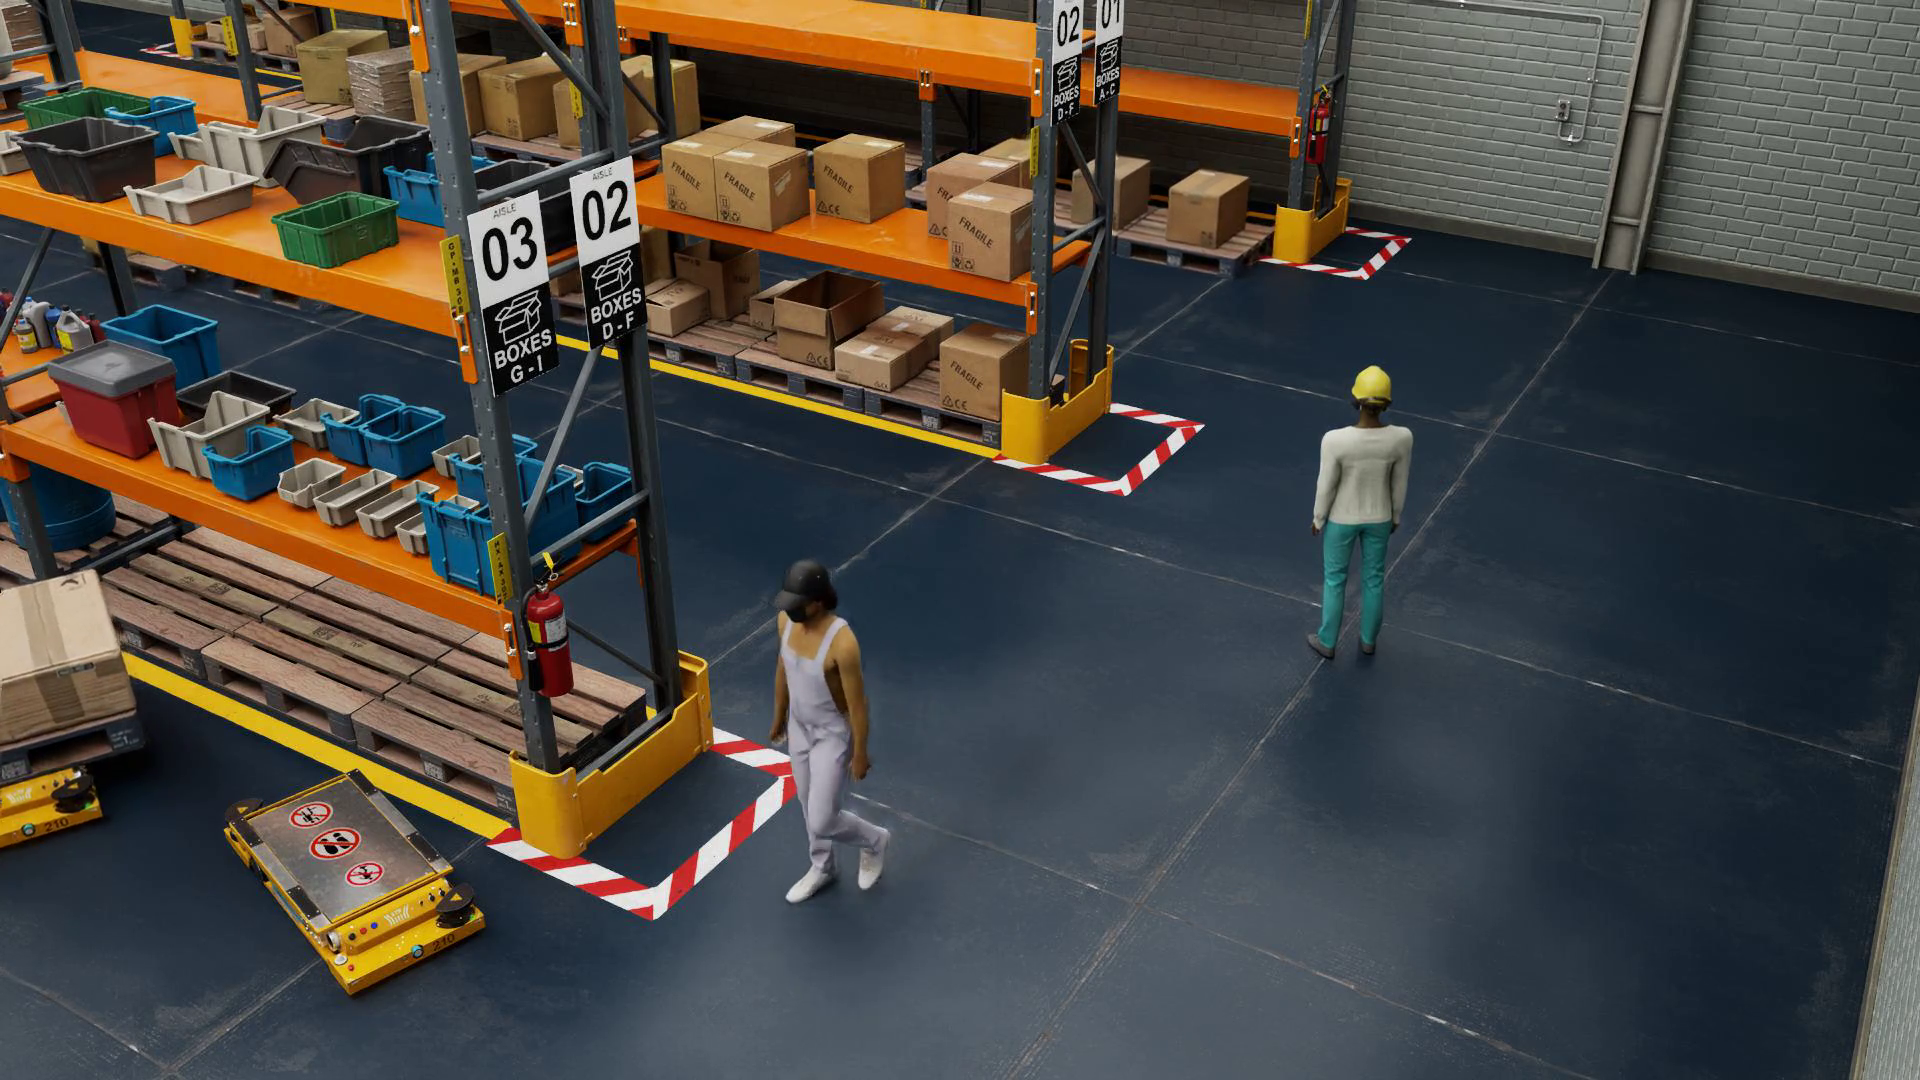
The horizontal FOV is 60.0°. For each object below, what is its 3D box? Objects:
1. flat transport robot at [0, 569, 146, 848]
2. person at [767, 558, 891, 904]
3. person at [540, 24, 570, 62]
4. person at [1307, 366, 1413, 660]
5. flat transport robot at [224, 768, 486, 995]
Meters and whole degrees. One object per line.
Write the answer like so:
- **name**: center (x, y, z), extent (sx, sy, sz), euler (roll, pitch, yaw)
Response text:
- **flat transport robot**: center (-4.930, 1.104, 8.653), extent (0.659, 0.231, 1.431), euler (-16, 33, -27)
- **person**: center (-0.644, 0.868, 7.456), extent (0.486, 1.851, 0.533), euler (-25, 38, -37)
- **person**: center (-4.132, -4.461, 17.170), extent (0.317, 1.695, 0.539), euler (-24, 37, -36)
- **person**: center (2.225, -0.138, 9.342), extent (0.525, 1.768, 0.328), euler (-3, 29, -5)
- **flat transport robot**: center (-2.885, 1.553, 7.847), extent (0.659, 0.231, 1.431), euler (-24, 37, -36)
